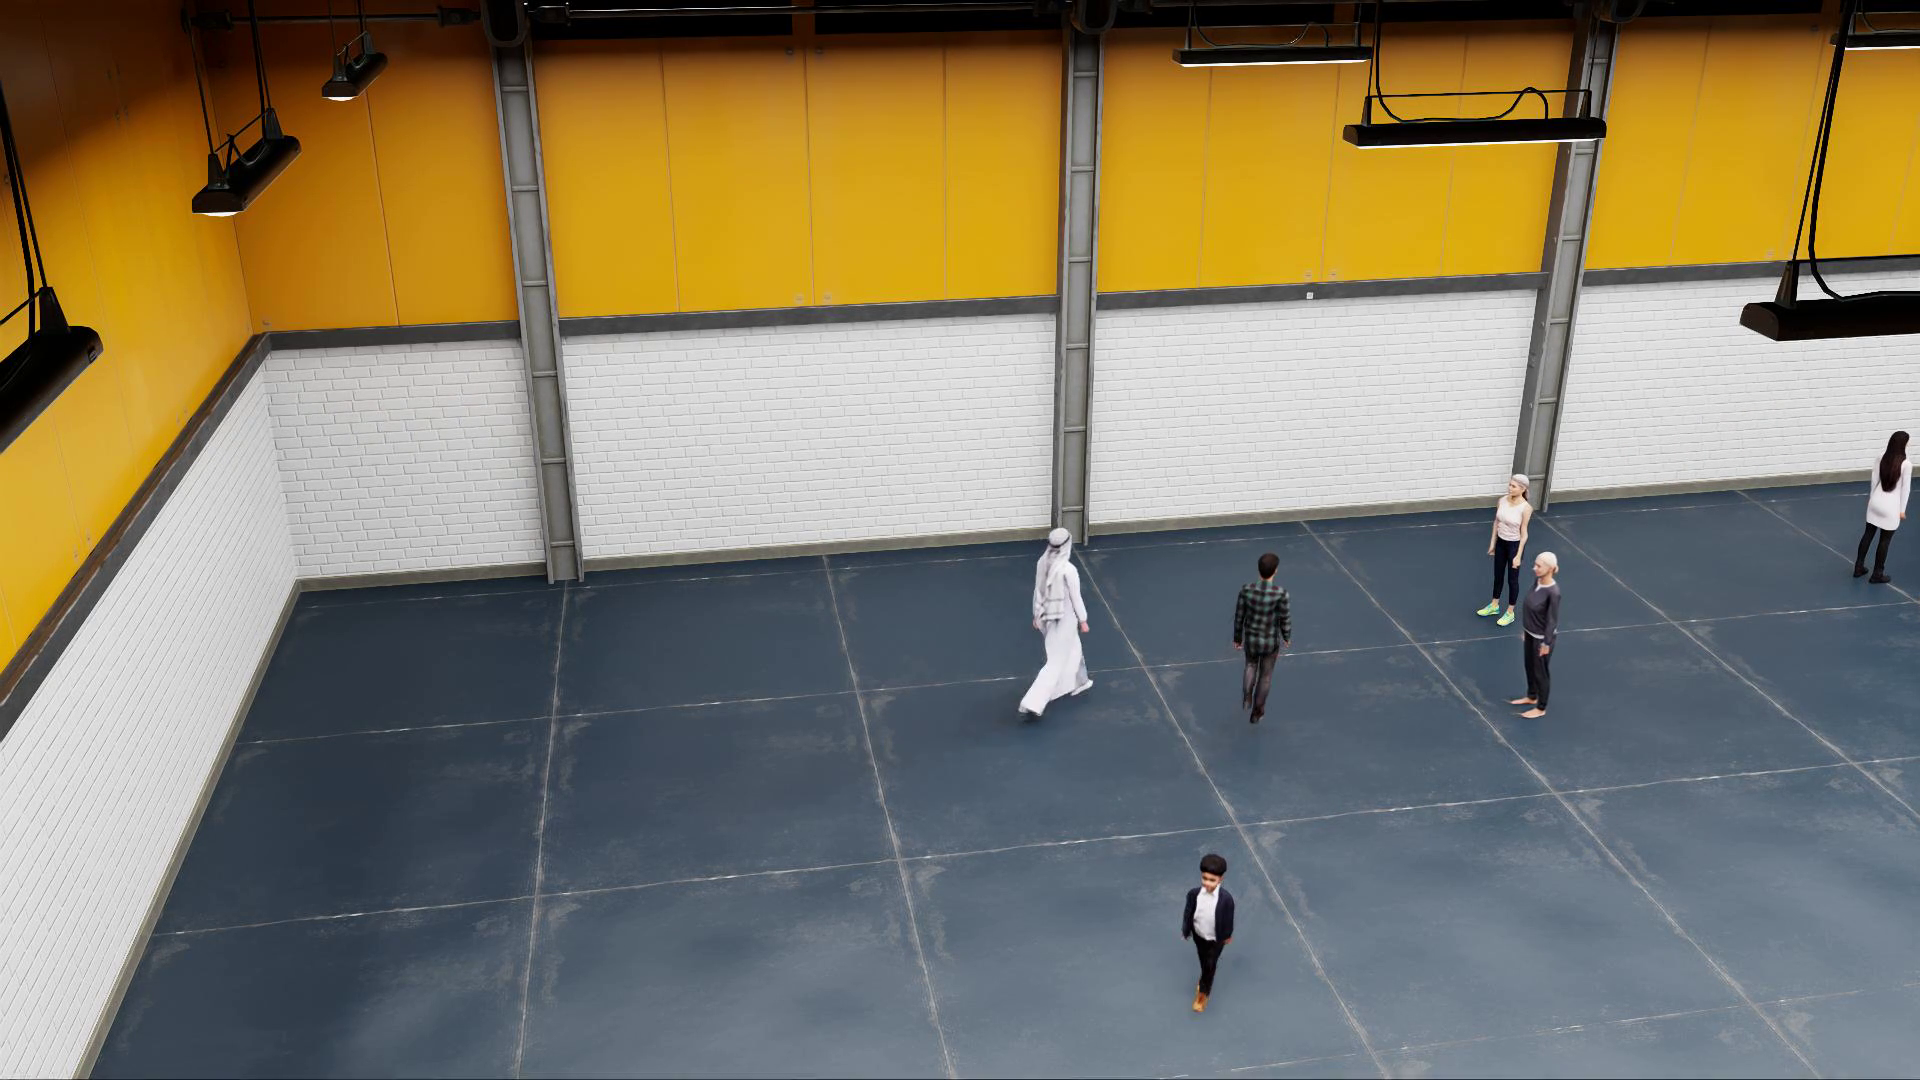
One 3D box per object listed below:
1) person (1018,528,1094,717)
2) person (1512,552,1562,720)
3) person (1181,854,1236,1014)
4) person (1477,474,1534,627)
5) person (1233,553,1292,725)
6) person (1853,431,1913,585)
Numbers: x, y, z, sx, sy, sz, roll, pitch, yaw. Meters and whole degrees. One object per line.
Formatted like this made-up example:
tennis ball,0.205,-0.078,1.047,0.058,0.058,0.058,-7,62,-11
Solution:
person,0.891,0.827,16.059,1.352,1.885,1.043,-16,28,-32
person,5.628,0.894,16.113,0.538,1.721,0.594,-3,24,-6
person,1.859,2.835,12.314,0.778,1.206,0.811,12,26,26
person,5.953,0.079,18.000,0.645,1.703,0.663,-13,27,-28
person,2.827,0.948,15.689,0.813,1.700,0.863,11,26,24
person,10.521,-0.386,18.932,0.620,1.808,0.663,-11,26,-24
